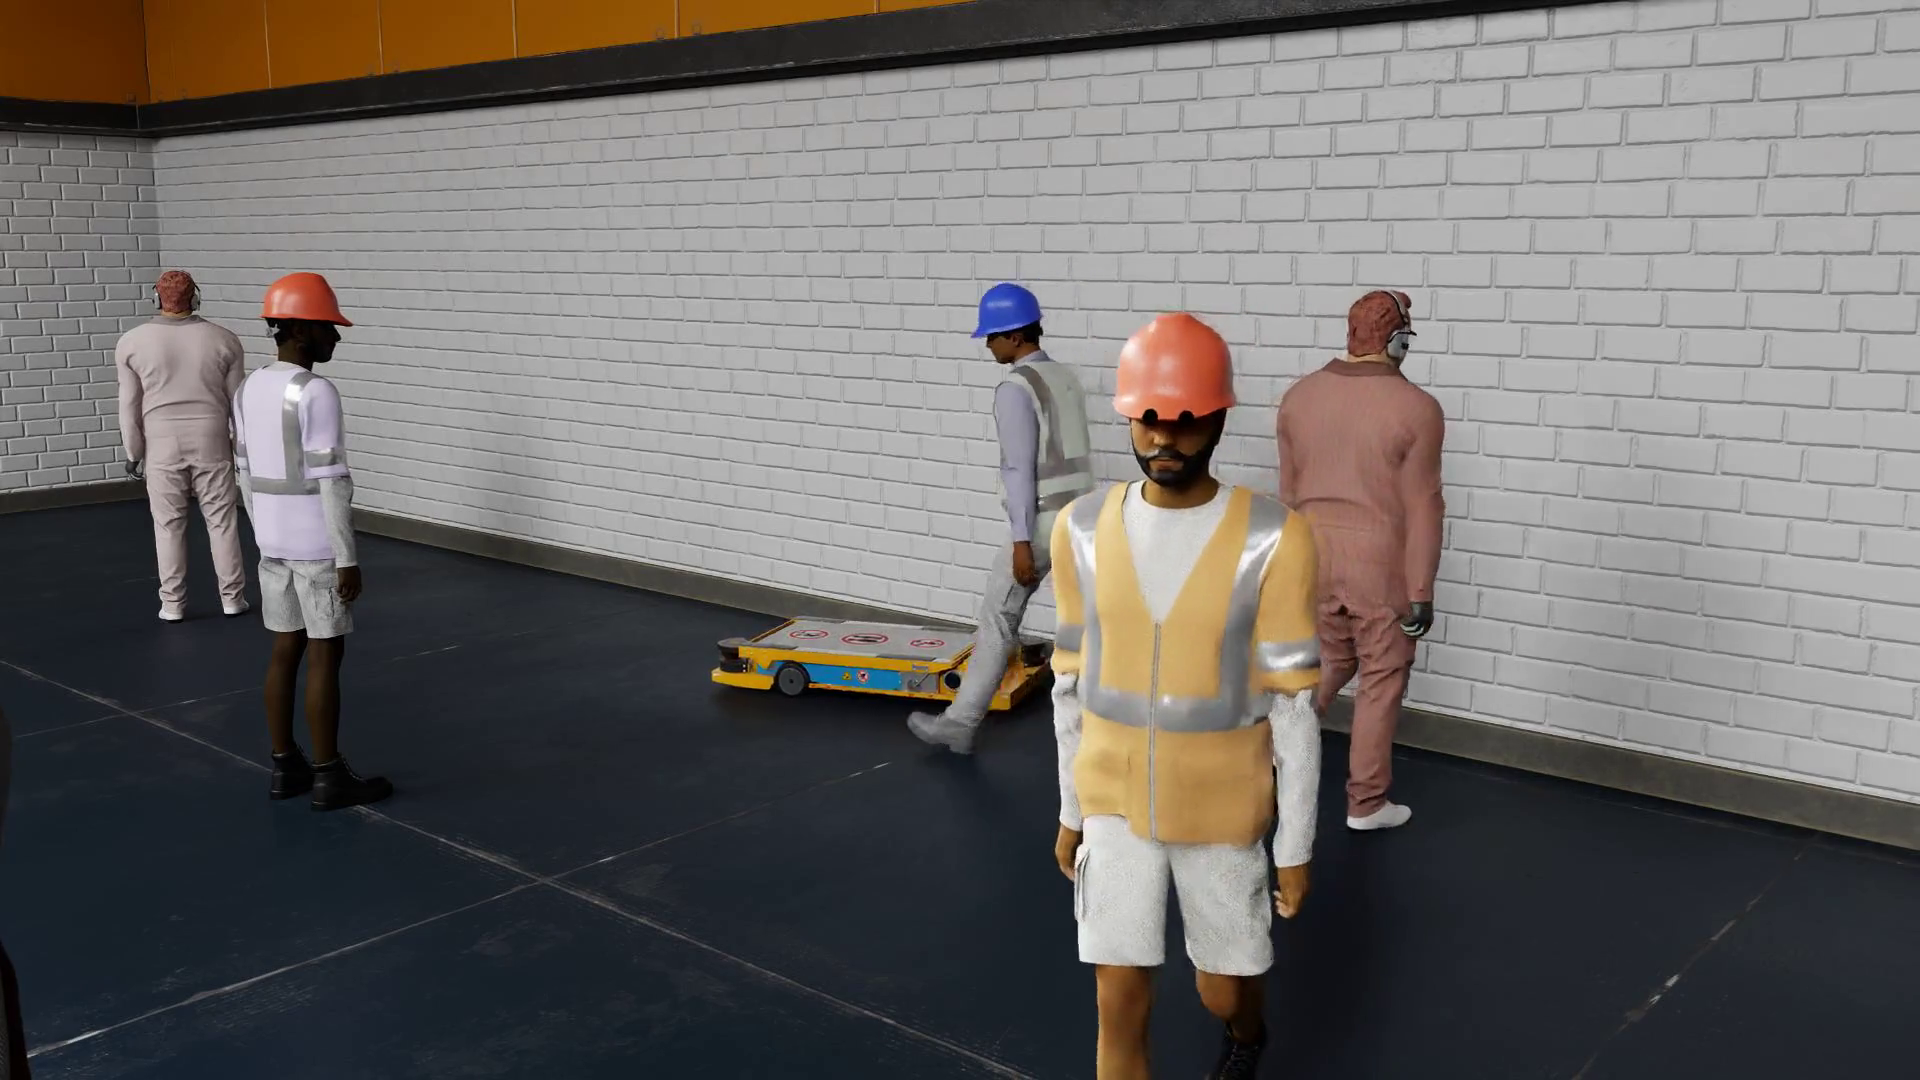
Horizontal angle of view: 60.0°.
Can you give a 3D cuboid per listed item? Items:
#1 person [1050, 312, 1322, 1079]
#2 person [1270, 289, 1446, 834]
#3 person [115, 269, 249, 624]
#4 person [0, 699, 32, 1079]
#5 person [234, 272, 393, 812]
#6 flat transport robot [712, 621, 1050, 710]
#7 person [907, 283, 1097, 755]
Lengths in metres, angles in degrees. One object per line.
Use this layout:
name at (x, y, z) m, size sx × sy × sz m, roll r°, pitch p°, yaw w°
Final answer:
person at (0.461, 0.497, 3.355) m, size 0.553 × 1.915 × 0.849 m, roll 4°, pitch 11°, yaw 22°
person at (1.345, 0.099, 5.645) m, size 0.527 × 1.886 × 0.651 m, roll -8°, pitch 13°, yaw -40°
person at (-4.189, -0.503, 9.028) m, size 0.653 × 1.906 × 0.408 m, roll -5°, pitch 11°, yaw -27°
person at (-1.163, 0.783, 1.795) m, size 0.328 × 1.876 × 0.514 m, roll 3°, pitch 10°, yaw 15°
person at (-2.351, 0.009, 6.030) m, size 0.551 × 1.933 × 0.365 m, roll 7°, pitch 12°, yaw 35°
flat transport robot at (-0.357, 0.552, 7.672) m, size 1.431 × 0.197 × 0.652 m, roll 3°, pitch 10°, yaw 18°
person at (0.295, -0.061, 6.571) m, size 0.999 × 1.869 × 0.705 m, roll 5°, pitch 11°, yaw 28°
